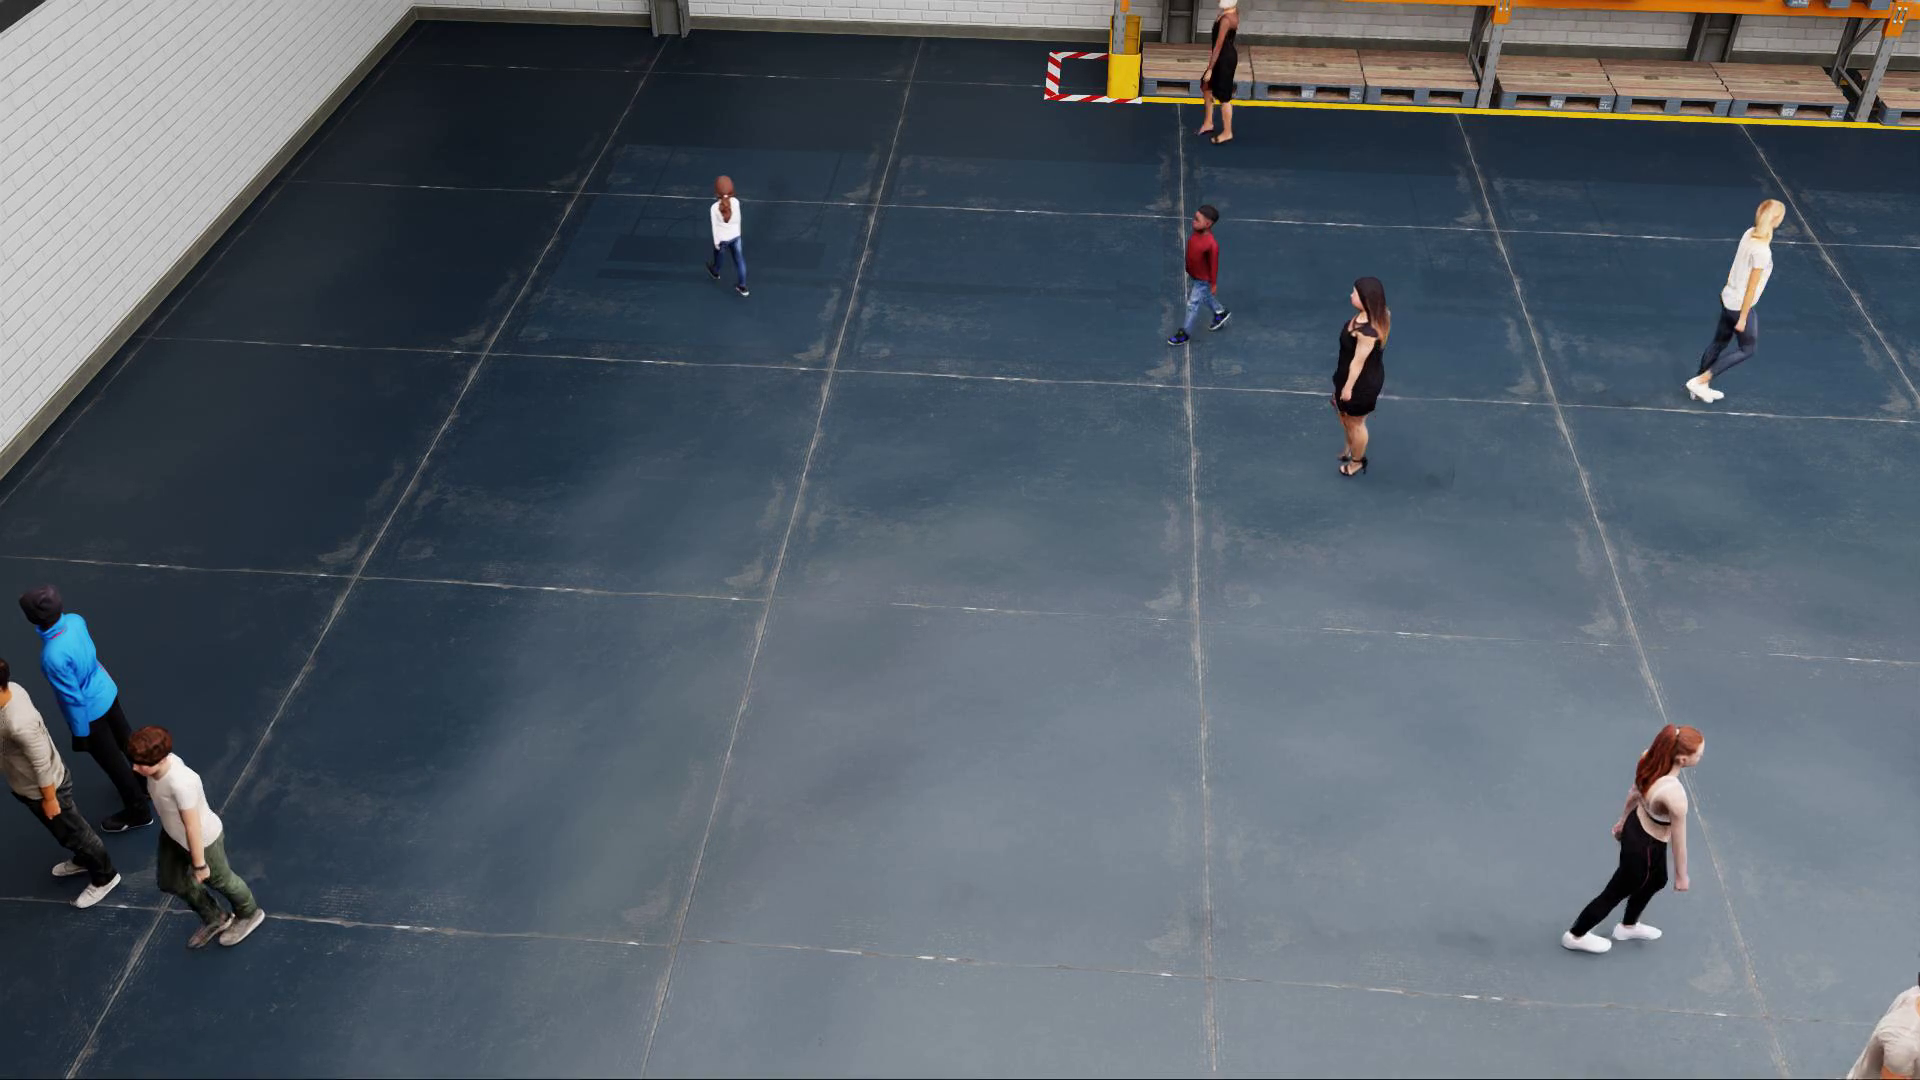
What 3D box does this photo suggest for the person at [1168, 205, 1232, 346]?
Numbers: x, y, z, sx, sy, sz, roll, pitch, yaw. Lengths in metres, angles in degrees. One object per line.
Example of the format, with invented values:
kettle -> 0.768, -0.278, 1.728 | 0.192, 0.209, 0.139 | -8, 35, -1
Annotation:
person -> 2.105, -2.271, 14.095 | 0.941, 1.247, 0.745 | -13, 40, -16

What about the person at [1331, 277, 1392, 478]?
person -> 3.064, -1.170, 12.354 | 0.719, 1.699, 0.753 | 14, 41, 17

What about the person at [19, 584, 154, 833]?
person -> -5.006, 0.957, 9.616 | 0.605, 1.792, 0.654 | -4, 39, -5

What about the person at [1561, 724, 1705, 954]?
person -> 3.517, 1.638, 8.818 | 0.768, 1.725, 0.583 | 4, 39, 5

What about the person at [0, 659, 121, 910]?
person -> -5.071, 1.297, 9.174 | 0.782, 1.812, 0.706 | -27, 46, -29

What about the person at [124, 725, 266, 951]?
person -> -4.074, 1.558, 8.984 | 0.724, 1.641, 0.791 | 24, 45, 27

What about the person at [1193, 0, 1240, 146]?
person -> 2.757, -4.823, 16.908 | 0.712, 1.724, 0.690 | 10, 40, 12

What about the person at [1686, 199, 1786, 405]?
person -> 6.040, -1.848, 13.124 | 0.629, 1.797, 0.599 | 3, 39, 4

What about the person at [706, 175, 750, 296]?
person -> -2.029, -2.679, 14.737 | 0.763, 1.083, 0.780 | -23, 44, -26
